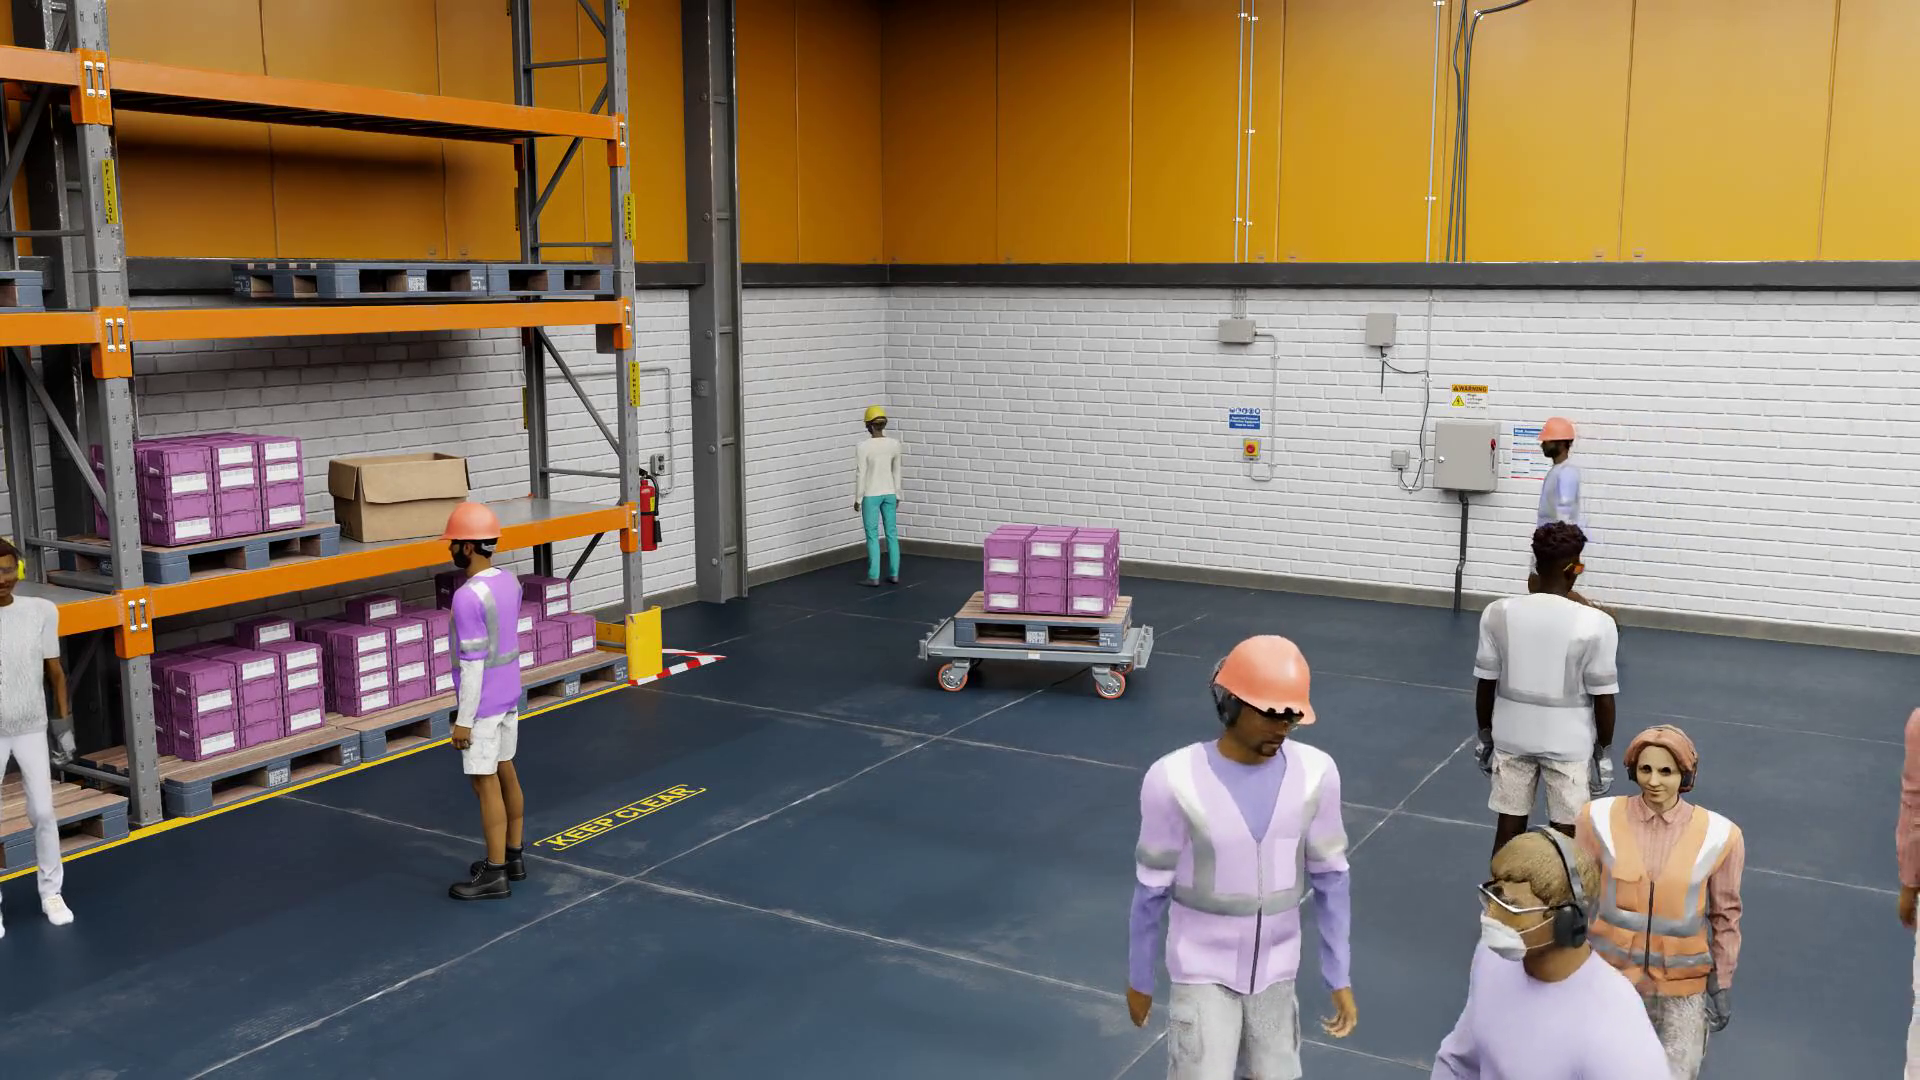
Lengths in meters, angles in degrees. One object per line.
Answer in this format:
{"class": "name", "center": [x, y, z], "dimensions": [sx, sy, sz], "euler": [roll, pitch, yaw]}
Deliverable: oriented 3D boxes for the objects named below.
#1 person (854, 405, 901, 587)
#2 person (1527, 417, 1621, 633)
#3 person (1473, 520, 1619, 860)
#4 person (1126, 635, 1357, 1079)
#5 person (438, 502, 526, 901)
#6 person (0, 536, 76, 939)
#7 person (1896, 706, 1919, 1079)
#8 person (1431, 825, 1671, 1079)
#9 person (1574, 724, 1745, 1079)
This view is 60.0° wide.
{"class": "person", "center": [-0.809, -0.427, 16.150], "dimensions": [0.533, 1.765, 0.330], "euler": [-7, 11, -37]}
{"class": "person", "center": [4.780, -0.015, 13.133], "dimensions": [0.823, 1.912, 0.551], "euler": [1, 9, 8]}
{"class": "person", "center": [2.573, 0.886, 7.323], "dimensions": [0.613, 1.962, 0.364], "euler": [7, 11, 36]}
{"class": "person", "center": [0.812, 1.245, 4.958], "dimensions": [0.622, 2.009, 0.636], "euler": [-2, 9, -14]}
{"class": "person", "center": [-2.326, 0.779, 8.084], "dimensions": [0.362, 1.938, 0.545], "euler": [1, 9, 6]}
{"class": "person", "center": [-4.362, 0.892, 7.632], "dimensions": [0.525, 1.860, 0.320], "euler": [-7, 11, -37]}
{"class": "person", "center": [3.525, 1.163, 5.639], "dimensions": [0.620, 1.968, 0.905], "euler": [8, 12, 42]}
{"class": "person", "center": [1.287, 1.524, 3.647], "dimensions": [1.063, 1.886, 0.645], "euler": [0, 9, -1]}
{"class": "person", "center": [2.169, 1.380, 5.255], "dimensions": [0.521, 1.640, 0.307], "euler": [4, 10, 26]}
